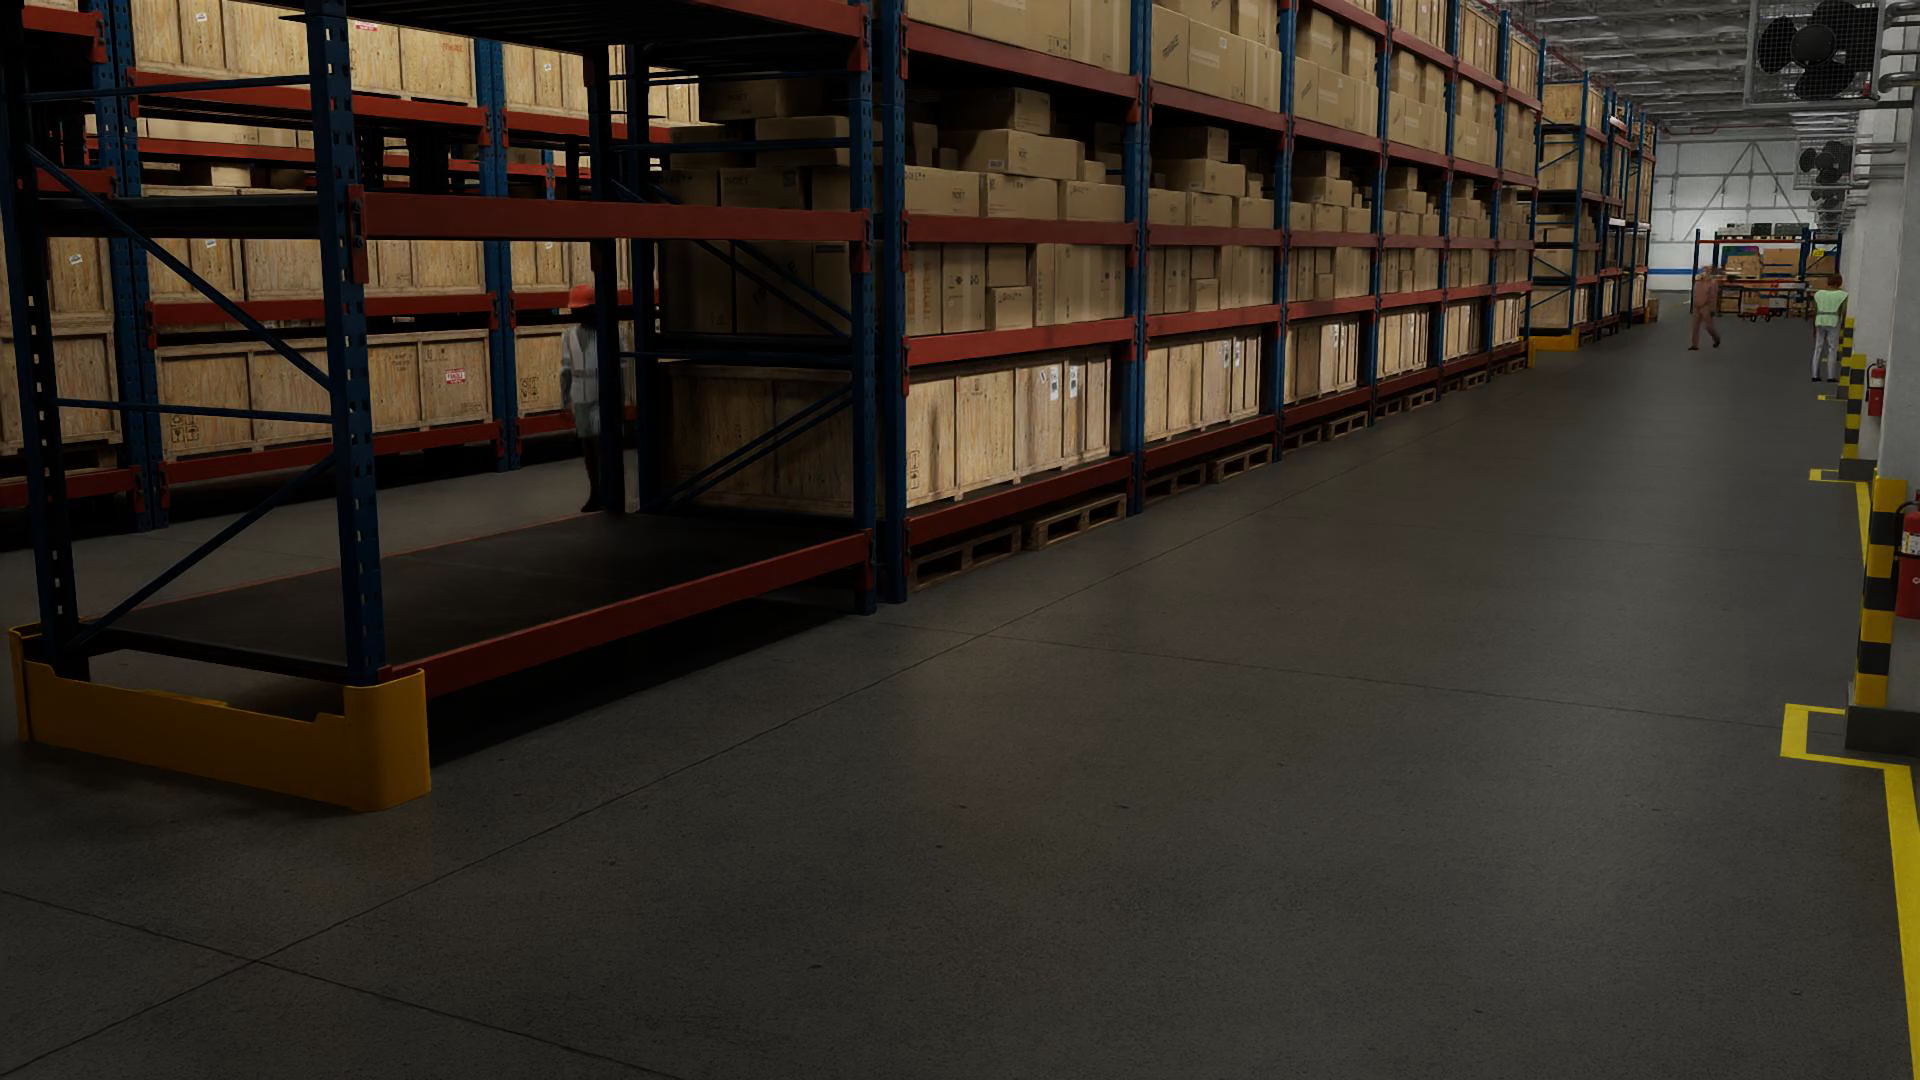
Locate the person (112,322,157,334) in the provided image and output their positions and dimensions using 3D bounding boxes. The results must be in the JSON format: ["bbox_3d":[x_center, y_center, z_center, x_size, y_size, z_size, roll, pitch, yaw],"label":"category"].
[{"bbox_3d":[-8.414,-1.653,16.714,0.638,1.910,0.594,1,10,5],"label":"person"}]

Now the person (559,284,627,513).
[{"bbox_3d":[-3.087,-1.166,13.868,0.582,1.917,0.473,3,10,16],"label":"person"}]

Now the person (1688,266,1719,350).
[{"bbox_3d":[16.768,-5.217,37.403,0.678,1.895,0.642,-5,11,-25],"label":"person"}]

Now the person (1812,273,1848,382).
[{"bbox_3d":[14.676,-3.576,28.086,0.389,1.837,0.560,-9,13,-42],"label":"person"}]
